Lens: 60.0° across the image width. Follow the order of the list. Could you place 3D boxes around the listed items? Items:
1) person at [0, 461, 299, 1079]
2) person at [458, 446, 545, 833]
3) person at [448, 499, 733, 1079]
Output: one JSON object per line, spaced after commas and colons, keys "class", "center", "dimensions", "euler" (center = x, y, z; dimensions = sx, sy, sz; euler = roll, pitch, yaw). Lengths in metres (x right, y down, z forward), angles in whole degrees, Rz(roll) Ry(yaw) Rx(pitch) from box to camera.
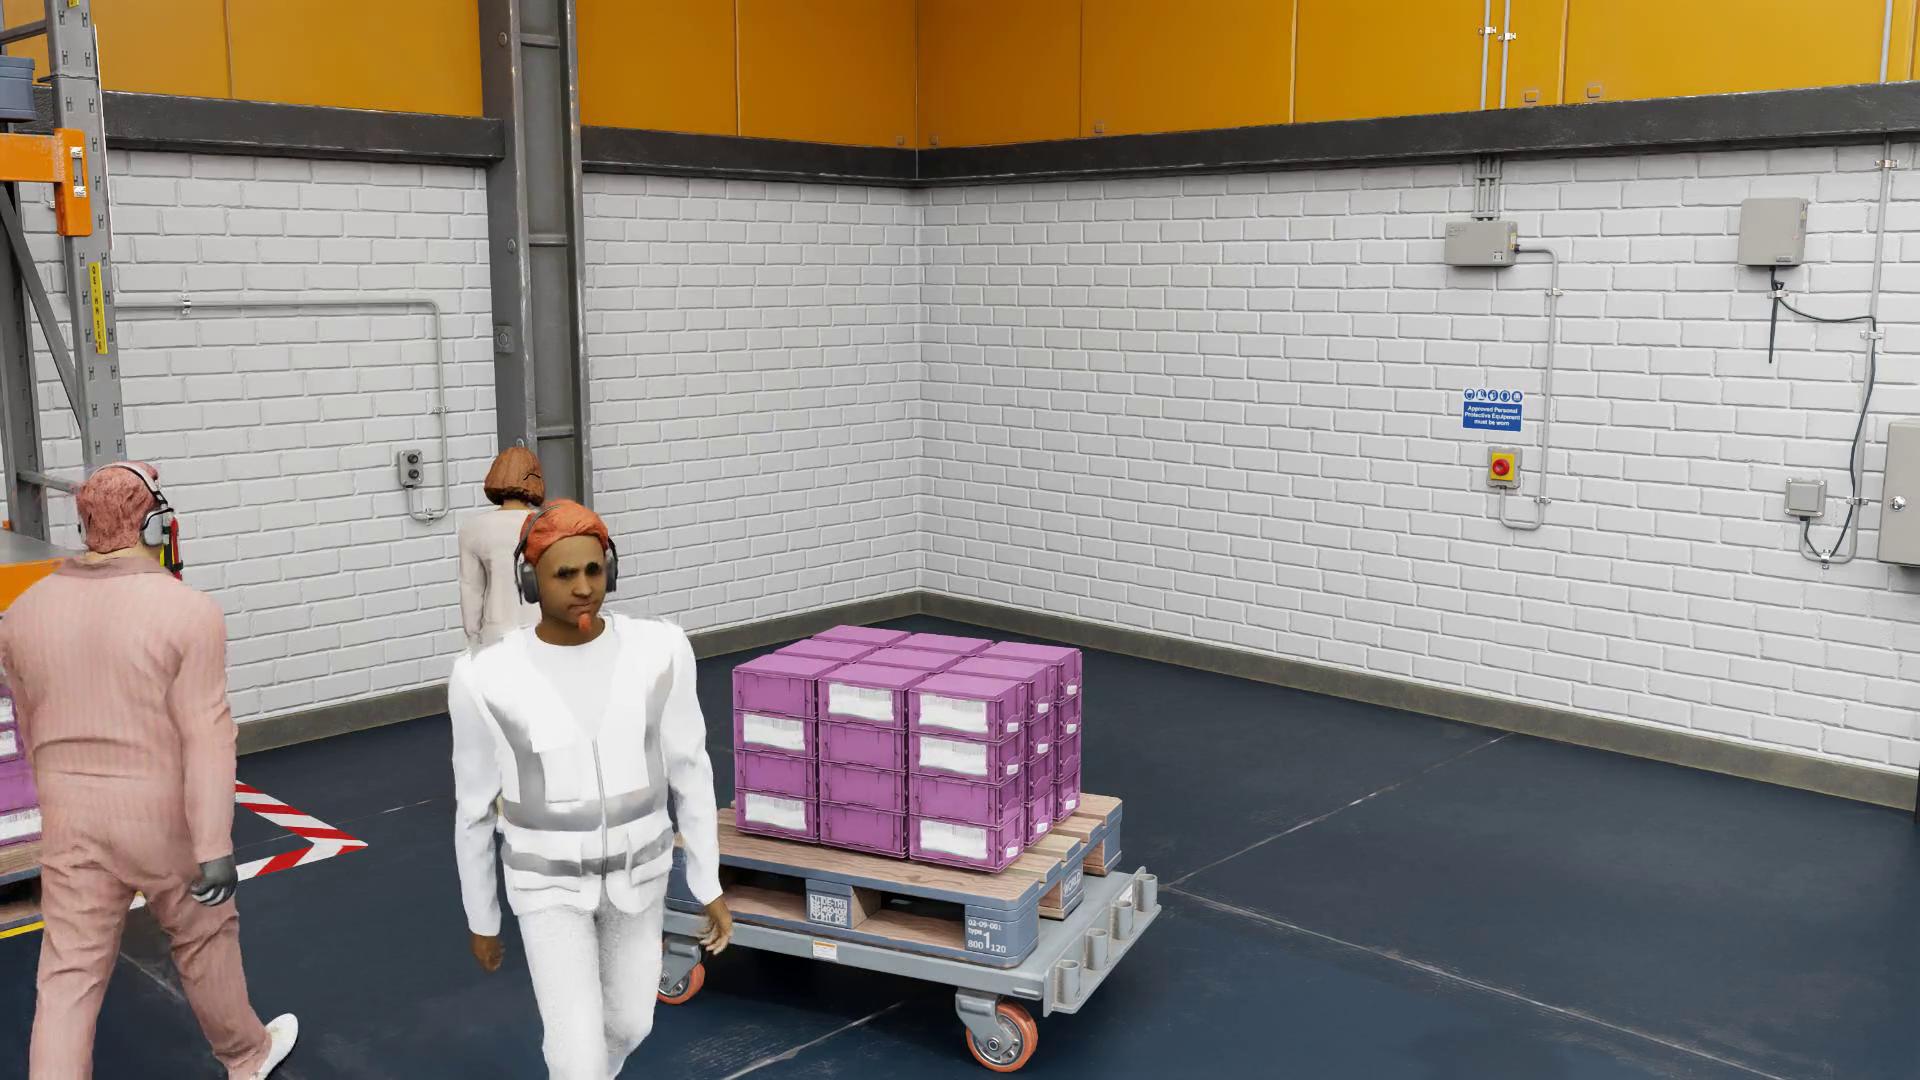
{"class": "person", "center": [-2.172, 0.729, 4.397], "dimensions": [0.668, 1.863, 0.981], "euler": [1, 9, 7]}
{"class": "person", "center": [-1.832, 0.421, 6.977], "dimensions": [0.498, 1.633, 0.285], "euler": [0, 9, 3]}
{"class": "person", "center": [-0.907, 0.805, 3.986], "dimensions": [0.590, 1.856, 0.911], "euler": [-5, 10, -28]}
